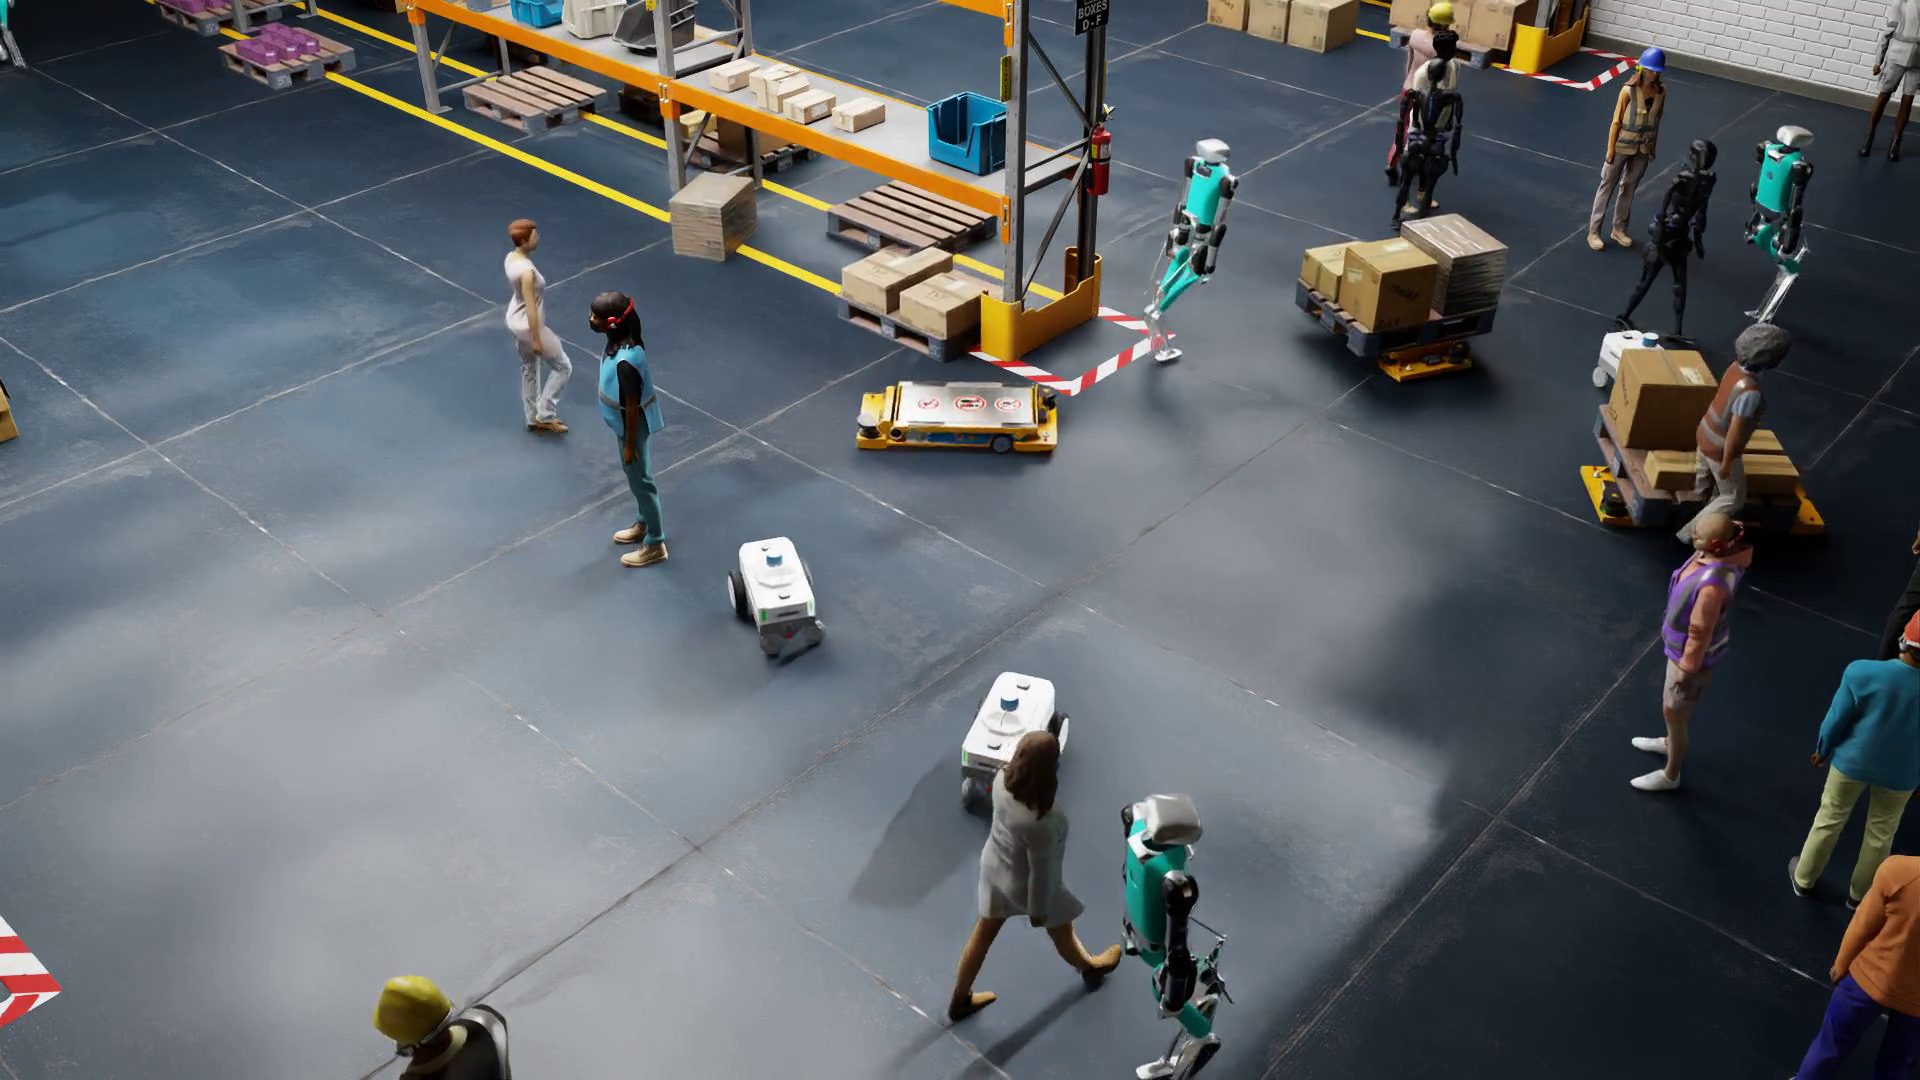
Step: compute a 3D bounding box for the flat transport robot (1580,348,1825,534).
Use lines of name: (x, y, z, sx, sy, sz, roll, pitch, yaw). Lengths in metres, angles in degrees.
flat transport robot: (5.017, -0.320, 11.273, 1.431, 0.231, 0.659, 3, 35, 4)

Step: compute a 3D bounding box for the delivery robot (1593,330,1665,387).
delivery robot: (5.079, -1.251, 12.362, 0.499, 0.585, 0.777, -8, 35, -12)

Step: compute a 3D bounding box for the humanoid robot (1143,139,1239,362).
humanoid robot: (1.637, -2.082, 12.602, 0.752, 1.846, 0.531, -19, 39, -25)

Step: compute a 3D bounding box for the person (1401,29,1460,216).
person: (4.252, -3.780, 15.032, 0.532, 1.693, 0.320, -20, 39, -26)

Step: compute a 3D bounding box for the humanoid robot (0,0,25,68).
humanoid robot: (-10.672, -6.024, 18.241, 0.541, 1.735, 0.978, -21, 40, -28)

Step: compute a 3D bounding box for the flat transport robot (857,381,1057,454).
flat transport robot: (-0.014, -0.896, 12.108, 1.431, 0.231, 0.659, 1, 35, 1)

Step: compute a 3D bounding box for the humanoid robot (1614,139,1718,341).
humanoid robot: (5.593, -2.324, 12.957, 0.602, 1.628, 0.696, -17, 38, -23)

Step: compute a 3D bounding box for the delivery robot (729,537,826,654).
delivery robot: (-1.114, 0.300, 10.116, 0.506, 0.586, 0.758, -10, 36, -14)

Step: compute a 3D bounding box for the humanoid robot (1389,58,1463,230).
humanoid robot: (4.080, -3.413, 14.538, 0.589, 1.630, 0.632, 9, 36, 13)

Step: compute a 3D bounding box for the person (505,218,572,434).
person: (-3.006, -1.493, 11.756, 0.384, 1.644, 0.453, -20, 39, -27)

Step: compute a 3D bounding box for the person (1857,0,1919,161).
person: (9.153, -4.640, 16.078, 0.547, 1.926, 0.379, 14, 37, 19)

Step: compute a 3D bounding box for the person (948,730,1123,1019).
person: (0.335, 1.483, 7.482, 0.906, 1.602, 0.479, -22, 40, -28)

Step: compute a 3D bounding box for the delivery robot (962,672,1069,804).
delivery robot: (0.264, 1.064, 9.010, 0.499, 0.587, 0.769, 11, 36, 16)

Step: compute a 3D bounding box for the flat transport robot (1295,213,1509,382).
flat transport robot: (3.406, -1.704, 13.279, 0.659, 0.231, 1.431, -12, 36, -17)

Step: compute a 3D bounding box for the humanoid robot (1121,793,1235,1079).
humanoid robot: (0.988, 1.740, 7.014, 0.675, 1.819, 0.537, -11, 36, -15)

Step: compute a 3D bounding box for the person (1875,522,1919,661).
person: (5.573, 0.086, 9.299, 0.336, 1.843, 0.511, -13, 37, -18)

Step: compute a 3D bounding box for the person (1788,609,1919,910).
person: (4.408, 1.044, 7.990, 0.562, 1.751, 0.340, 16, 38, 22)

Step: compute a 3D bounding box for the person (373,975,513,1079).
person: (-1.852, 2.271, 6.158, 0.403, 1.820, 0.595, 14, 37, 19)

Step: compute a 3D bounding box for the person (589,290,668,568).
person: (-2.064, -0.699, 10.428, 0.394, 1.862, 0.505, -11, 36, -15)

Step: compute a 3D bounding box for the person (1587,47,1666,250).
person: (5.802, -3.379, 14.377, 0.462, 1.778, 0.305, -8, 35, -11)

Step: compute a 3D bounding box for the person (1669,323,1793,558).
person: (4.816, -0.598, 10.429, 0.367, 1.669, 0.474, 3, 35, 5)

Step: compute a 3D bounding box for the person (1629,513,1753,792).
person: (3.828, 0.575, 8.739, 0.352, 1.681, 0.491, 12, 36, 17)

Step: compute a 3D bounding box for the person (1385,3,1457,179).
person: (4.319, -4.208, 15.624, 0.580, 1.724, 0.584, -17, 38, -23)

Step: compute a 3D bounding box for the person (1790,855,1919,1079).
person: (3.822, 1.782, 6.735, 0.514, 1.974, 0.403, 17, 38, 23)

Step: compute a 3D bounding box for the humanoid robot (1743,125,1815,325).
humanoid robot: (6.508, -2.413, 13.011, 0.869, 1.775, 0.586, -9, 36, -13)
